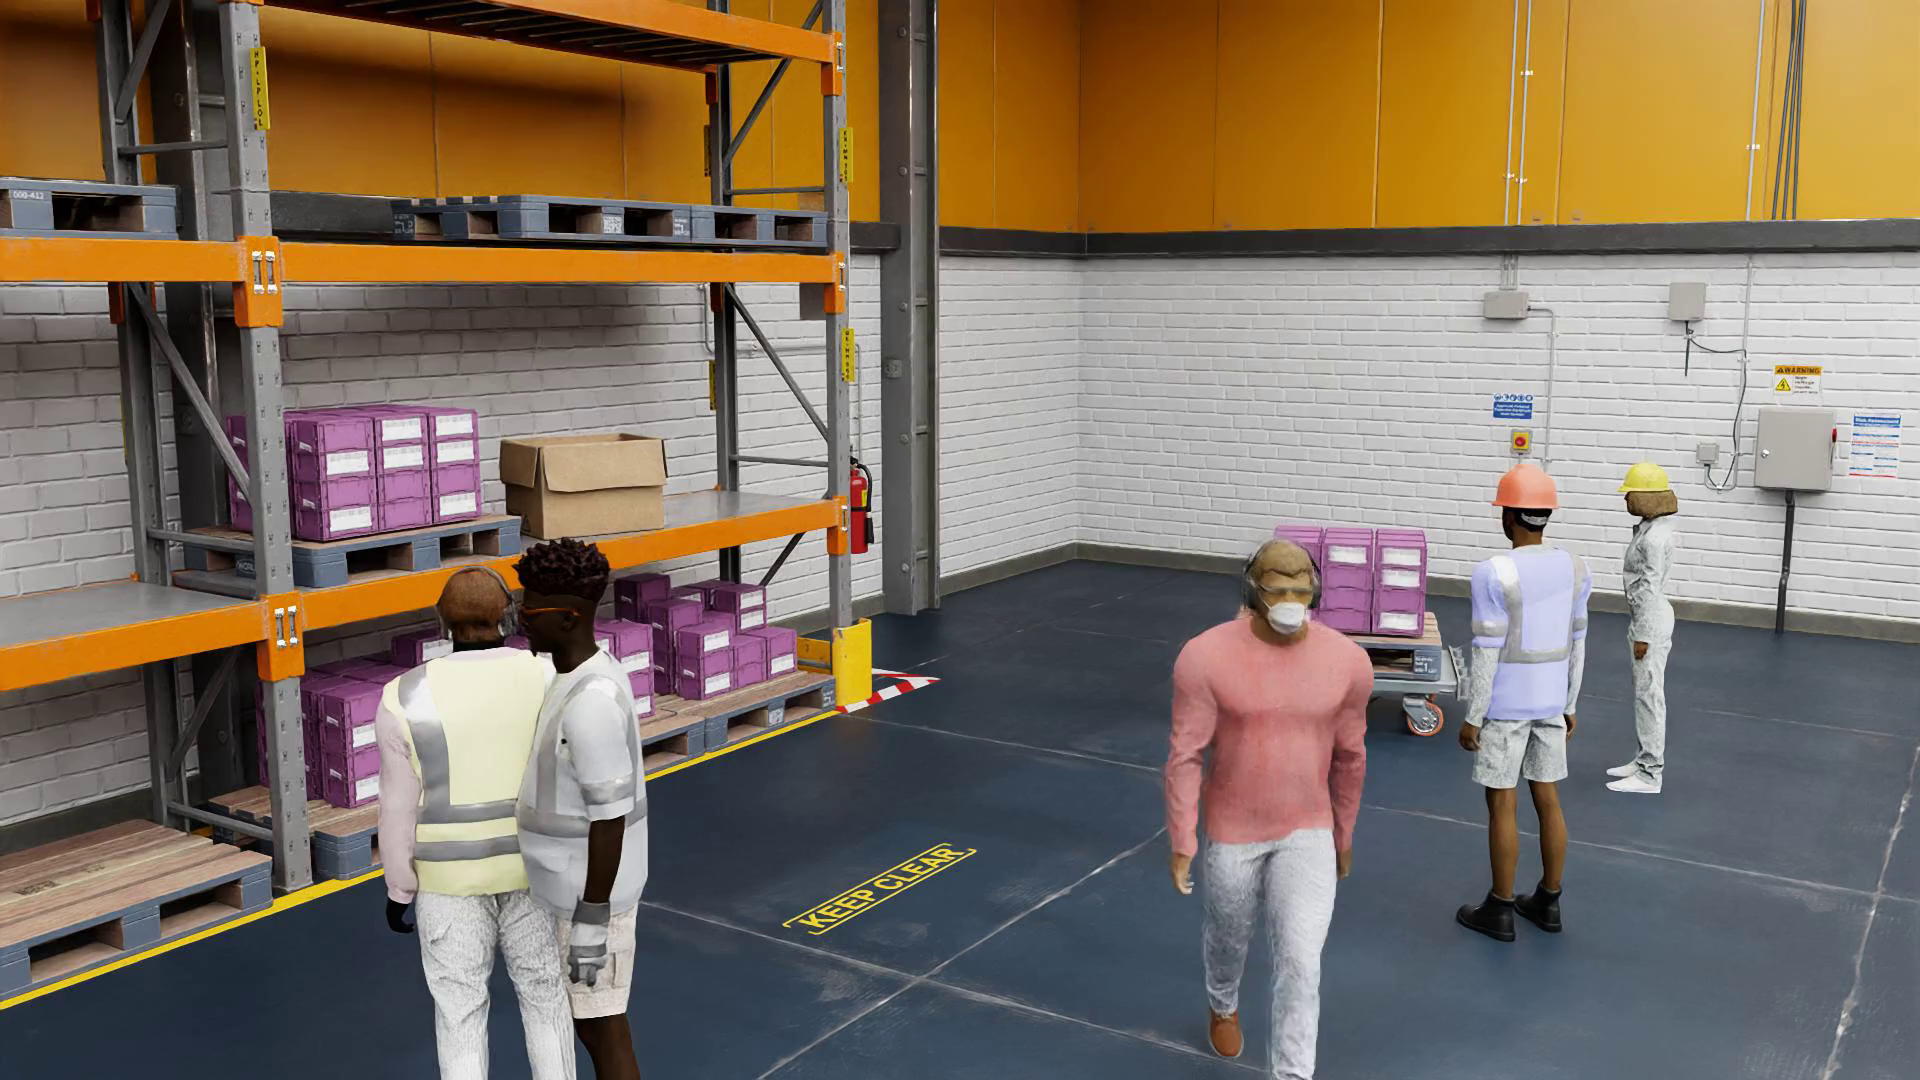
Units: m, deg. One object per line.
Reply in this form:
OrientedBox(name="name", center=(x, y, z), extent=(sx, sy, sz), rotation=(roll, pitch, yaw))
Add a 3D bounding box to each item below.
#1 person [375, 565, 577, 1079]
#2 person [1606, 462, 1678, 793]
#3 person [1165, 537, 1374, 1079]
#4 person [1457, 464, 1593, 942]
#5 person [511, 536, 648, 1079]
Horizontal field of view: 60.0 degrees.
OrientedBox(name="person", center=(-1.403, 0.986, 4.963), extent=(0.631, 1.840, 0.428), rotation=(-4, 10, -26))
OrientedBox(name="person", center=(3.582, 0.455, 8.750), extent=(0.321, 1.737, 0.485), rotation=(3, 9, 21))
OrientedBox(name="person", center=(0.971, 0.905, 5.343), extent=(0.646, 1.897, 1.016), rotation=(0, 9, 3))
OrientedBox(name="person", center=(2.272, 0.657, 6.783), extent=(0.551, 1.934, 0.373), rotation=(-3, 9, -20))
OrientedBox(name="person", center=(-1.064, 0.962, 4.703), extent=(0.361, 1.964, 0.616), rotation=(-2, 9, -15))
